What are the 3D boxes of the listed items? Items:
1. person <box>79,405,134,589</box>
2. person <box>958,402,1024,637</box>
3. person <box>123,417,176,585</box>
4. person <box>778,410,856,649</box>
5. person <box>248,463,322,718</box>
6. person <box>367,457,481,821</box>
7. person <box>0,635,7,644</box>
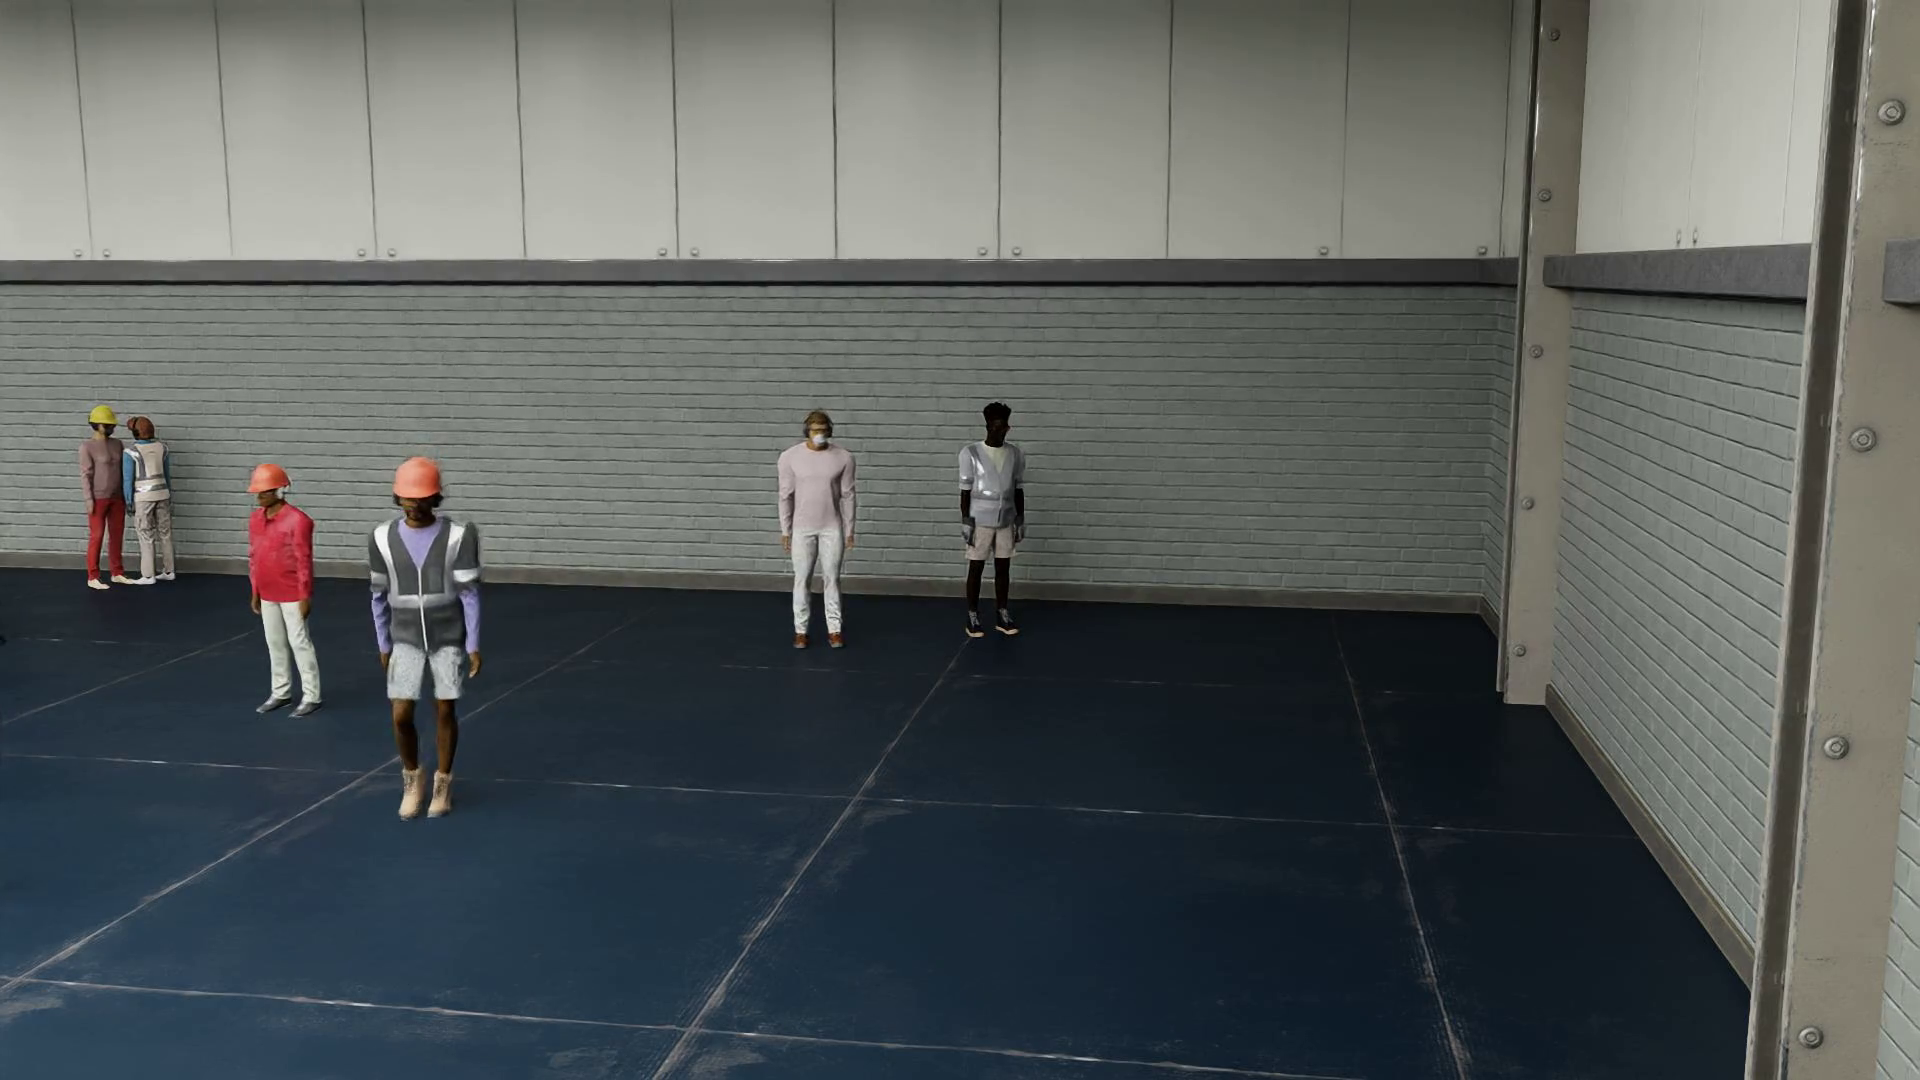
[{"bbox_3d":[-8.154,-0.409,15.903,0.350,1.760,0.524,3,10,17],"label":"person"},{"bbox_3d":[0.271,-0.172,13.818,0.607,1.960,0.376,-4,10,-24],"label":"person"},{"bbox_3d":[-7.857,-0.381,16.117,0.314,1.629,0.508,4,10,25],"label":"person"},{"bbox_3d":[-1.140,-0.083,13.363,0.625,1.933,0.376,-2,9,-11],"label":"person"},{"bbox_3d":[-4.627,0.342,11.315,0.567,1.741,0.353,5,10,27],"label":"person"},{"bbox_3d":[-2.931,0.552,9.138,0.610,2.020,0.537,-1,9,-8],"label":"person"},{"bbox_3d":[-8.004,-0.054,13.283,0.642,1.895,0.550,5,11,30],"label":"person"}]
